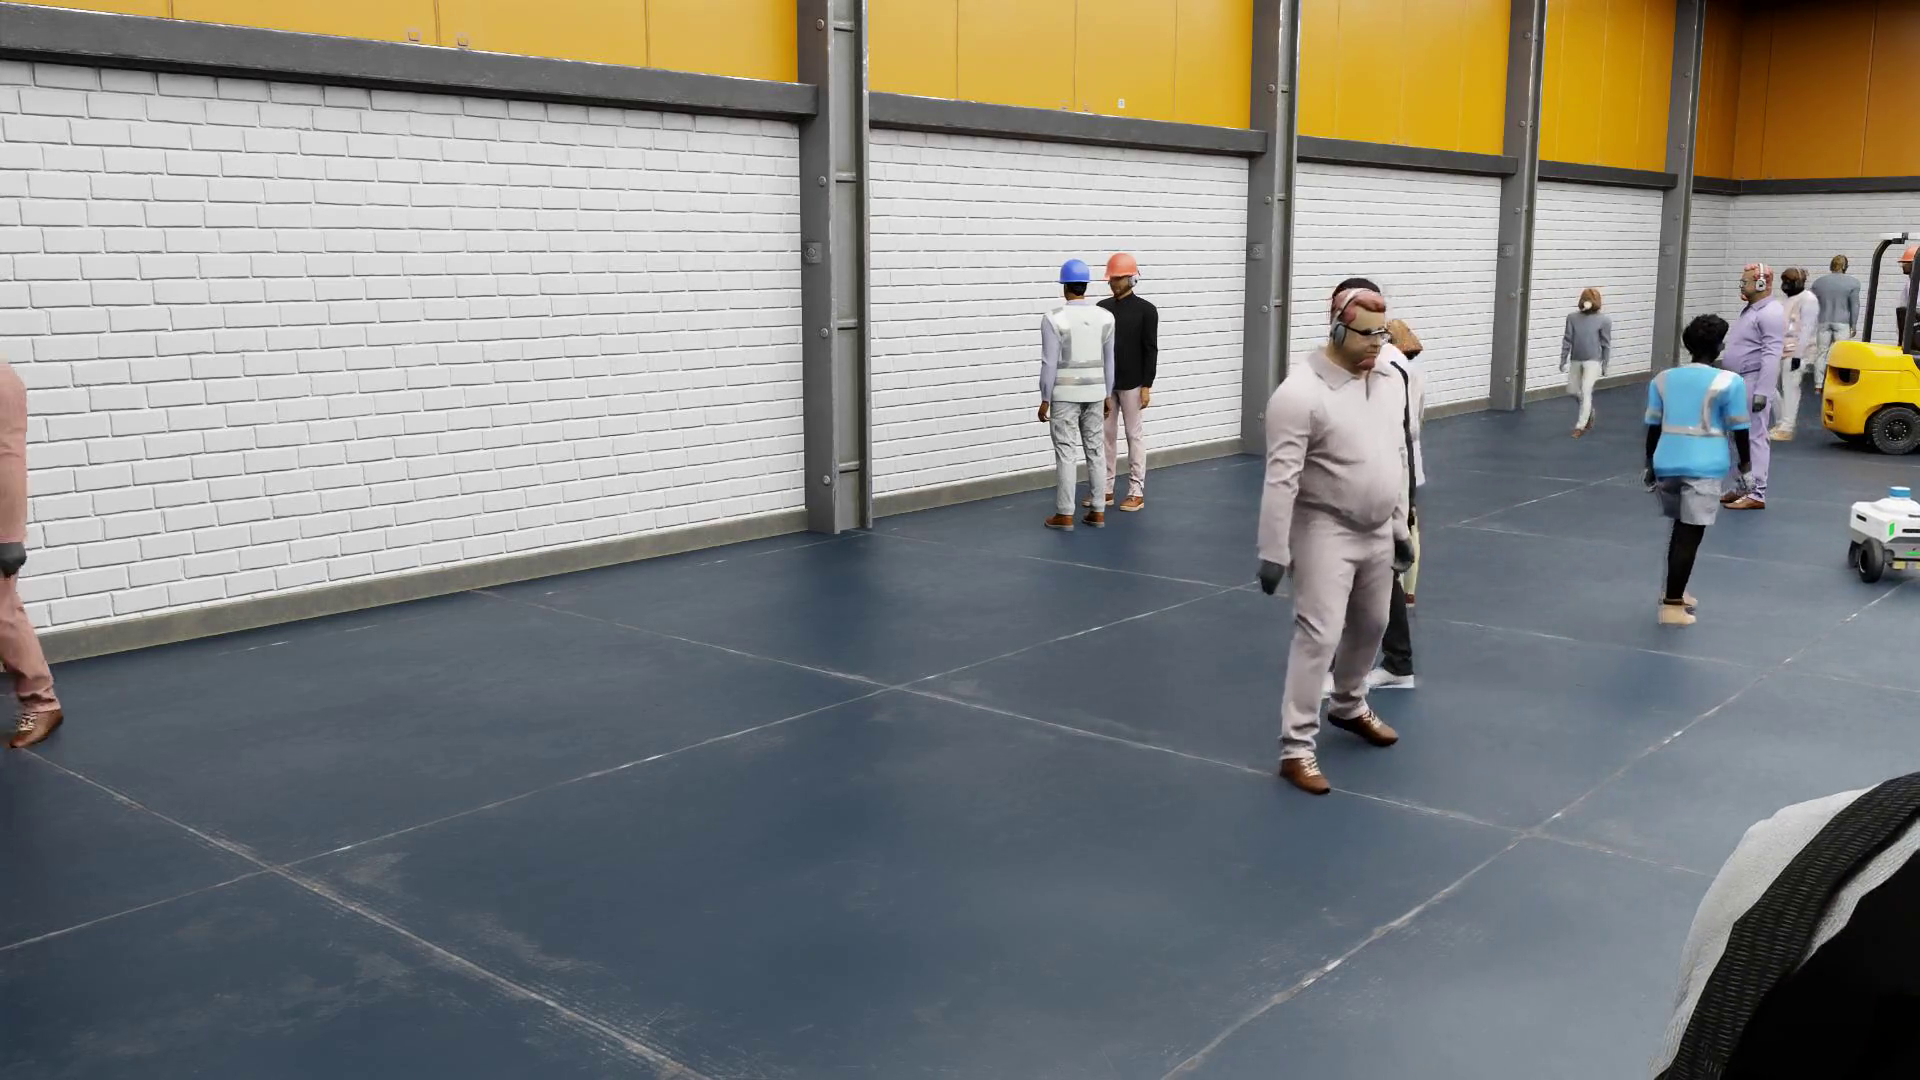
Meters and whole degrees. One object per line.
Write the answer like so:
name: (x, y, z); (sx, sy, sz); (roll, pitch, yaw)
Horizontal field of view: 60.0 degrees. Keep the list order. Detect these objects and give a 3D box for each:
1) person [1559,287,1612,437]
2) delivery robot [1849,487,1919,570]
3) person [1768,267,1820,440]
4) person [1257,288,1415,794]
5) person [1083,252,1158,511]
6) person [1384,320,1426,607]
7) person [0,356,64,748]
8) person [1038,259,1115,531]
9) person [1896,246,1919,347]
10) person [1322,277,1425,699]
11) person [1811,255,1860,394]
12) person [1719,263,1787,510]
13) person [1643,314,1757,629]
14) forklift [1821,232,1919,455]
person: (6.795, -1.937, 18.021); (0.613, 1.616, 0.508); (-10, 14, -44)
delivery robot: (5.769, -0.083, 10.238); (0.477, 0.478, 0.707); (2, 10, 10)
person: (8.738, -1.955, 17.537); (0.445, 1.827, 0.636); (-1, 10, -8)
person: (1.463, -0.023, 6.424); (0.857, 1.879, 0.546); (-7, 12, -35)
person: (1.241, -1.224, 12.904); (0.611, 1.995, 0.376); (8, 13, 38)
person: (2.411, -0.405, 9.267); (0.280, 1.633, 0.499); (8, 13, 38)
person: (-4.066, -0.100, 6.816); (0.753, 1.894, 0.465); (7, 12, 35)
person: (0.832, -1.041, 11.995); (0.609, 1.946, 0.405); (-5, 11, -26)
person: (11.414, -2.499, 20.028); (0.376, 2.043, 0.609); (7, 12, 36)
person: (1.774, -0.233, 7.552); (0.742, 1.888, 0.611); (0, 10, -2)
person: (12.103, -2.973, 23.042); (0.627, 1.933, 0.375); (9, 14, 42)
person: (6.149, -1.192, 12.972); (0.409, 1.907, 0.651); (1, 10, 8)
person: (3.996, -0.368, 8.951); (0.673, 1.676, 0.551); (-6, 11, -29)
forklift: (9.955, -1.972, 16.595); (2.313, 2.155, 1.214); (1, 10, 8)
